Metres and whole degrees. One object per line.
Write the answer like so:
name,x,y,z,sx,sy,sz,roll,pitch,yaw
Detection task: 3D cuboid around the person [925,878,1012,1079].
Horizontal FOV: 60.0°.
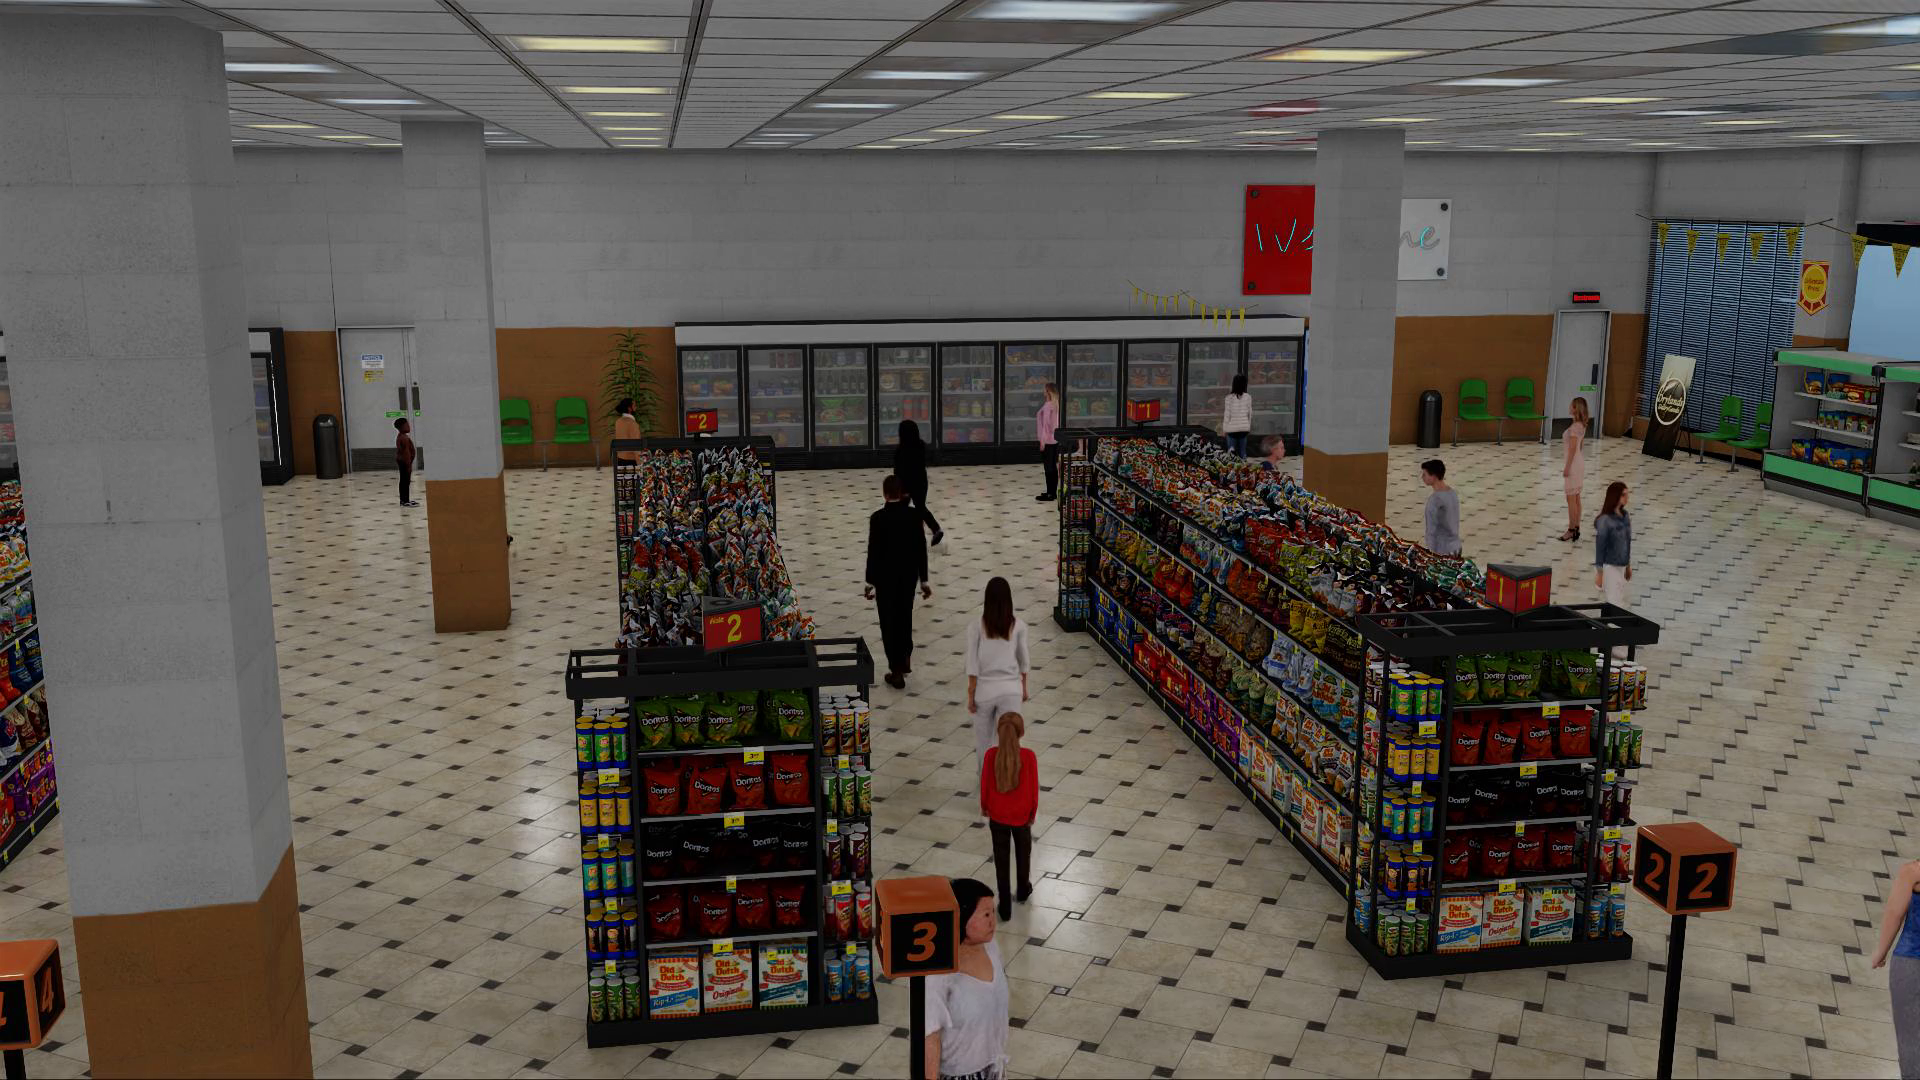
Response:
person,-0.051,2.168,6.820,0.942,1.667,0.881,8,14,33

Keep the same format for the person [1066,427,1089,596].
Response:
person,1.364,-0.343,18.334,0.825,1.837,0.721,5,13,22

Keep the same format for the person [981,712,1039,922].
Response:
person,0.299,1.685,10.084,0.567,1.267,0.723,0,12,-1

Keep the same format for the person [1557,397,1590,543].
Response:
person,7.758,-0.895,20.973,0.695,1.830,0.644,9,15,37

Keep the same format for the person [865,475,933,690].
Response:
person,-0.529,0.384,14.748,0.817,1.893,0.793,-6,13,-25

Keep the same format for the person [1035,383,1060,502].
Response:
person,1.288,-1.413,23.777,0.743,1.688,0.640,4,13,20

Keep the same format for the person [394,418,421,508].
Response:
person,-7.790,-1.095,23.322,0.643,1.254,0.513,-7,14,-31

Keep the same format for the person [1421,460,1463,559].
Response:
person,4.761,0.135,16.098,0.889,1.823,0.829,11,16,42

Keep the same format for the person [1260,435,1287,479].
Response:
person,3.123,-0.166,17.530,1.143,1.822,1.198,5,13,24

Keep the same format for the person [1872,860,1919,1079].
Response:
person,4.509,2.023,7.687,0.636,1.594,0.671,1,12,5

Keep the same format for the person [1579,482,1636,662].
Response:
person,6.093,0.280,15.765,0.961,1.677,1.109,-11,16,-41

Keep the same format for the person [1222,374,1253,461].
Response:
person,4.213,-1.708,25.299,0.643,1.637,0.579,-4,12,-17

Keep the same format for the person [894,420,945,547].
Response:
person,-0.526,-0.675,20.503,1.131,1.592,1.033,9,15,38

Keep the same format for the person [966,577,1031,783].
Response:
person,0.269,1.119,11.828,0.686,1.657,0.979,-1,12,-3

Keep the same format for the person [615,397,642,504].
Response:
person,-4.271,-0.975,21.535,0.814,1.754,0.709,-10,16,-40
